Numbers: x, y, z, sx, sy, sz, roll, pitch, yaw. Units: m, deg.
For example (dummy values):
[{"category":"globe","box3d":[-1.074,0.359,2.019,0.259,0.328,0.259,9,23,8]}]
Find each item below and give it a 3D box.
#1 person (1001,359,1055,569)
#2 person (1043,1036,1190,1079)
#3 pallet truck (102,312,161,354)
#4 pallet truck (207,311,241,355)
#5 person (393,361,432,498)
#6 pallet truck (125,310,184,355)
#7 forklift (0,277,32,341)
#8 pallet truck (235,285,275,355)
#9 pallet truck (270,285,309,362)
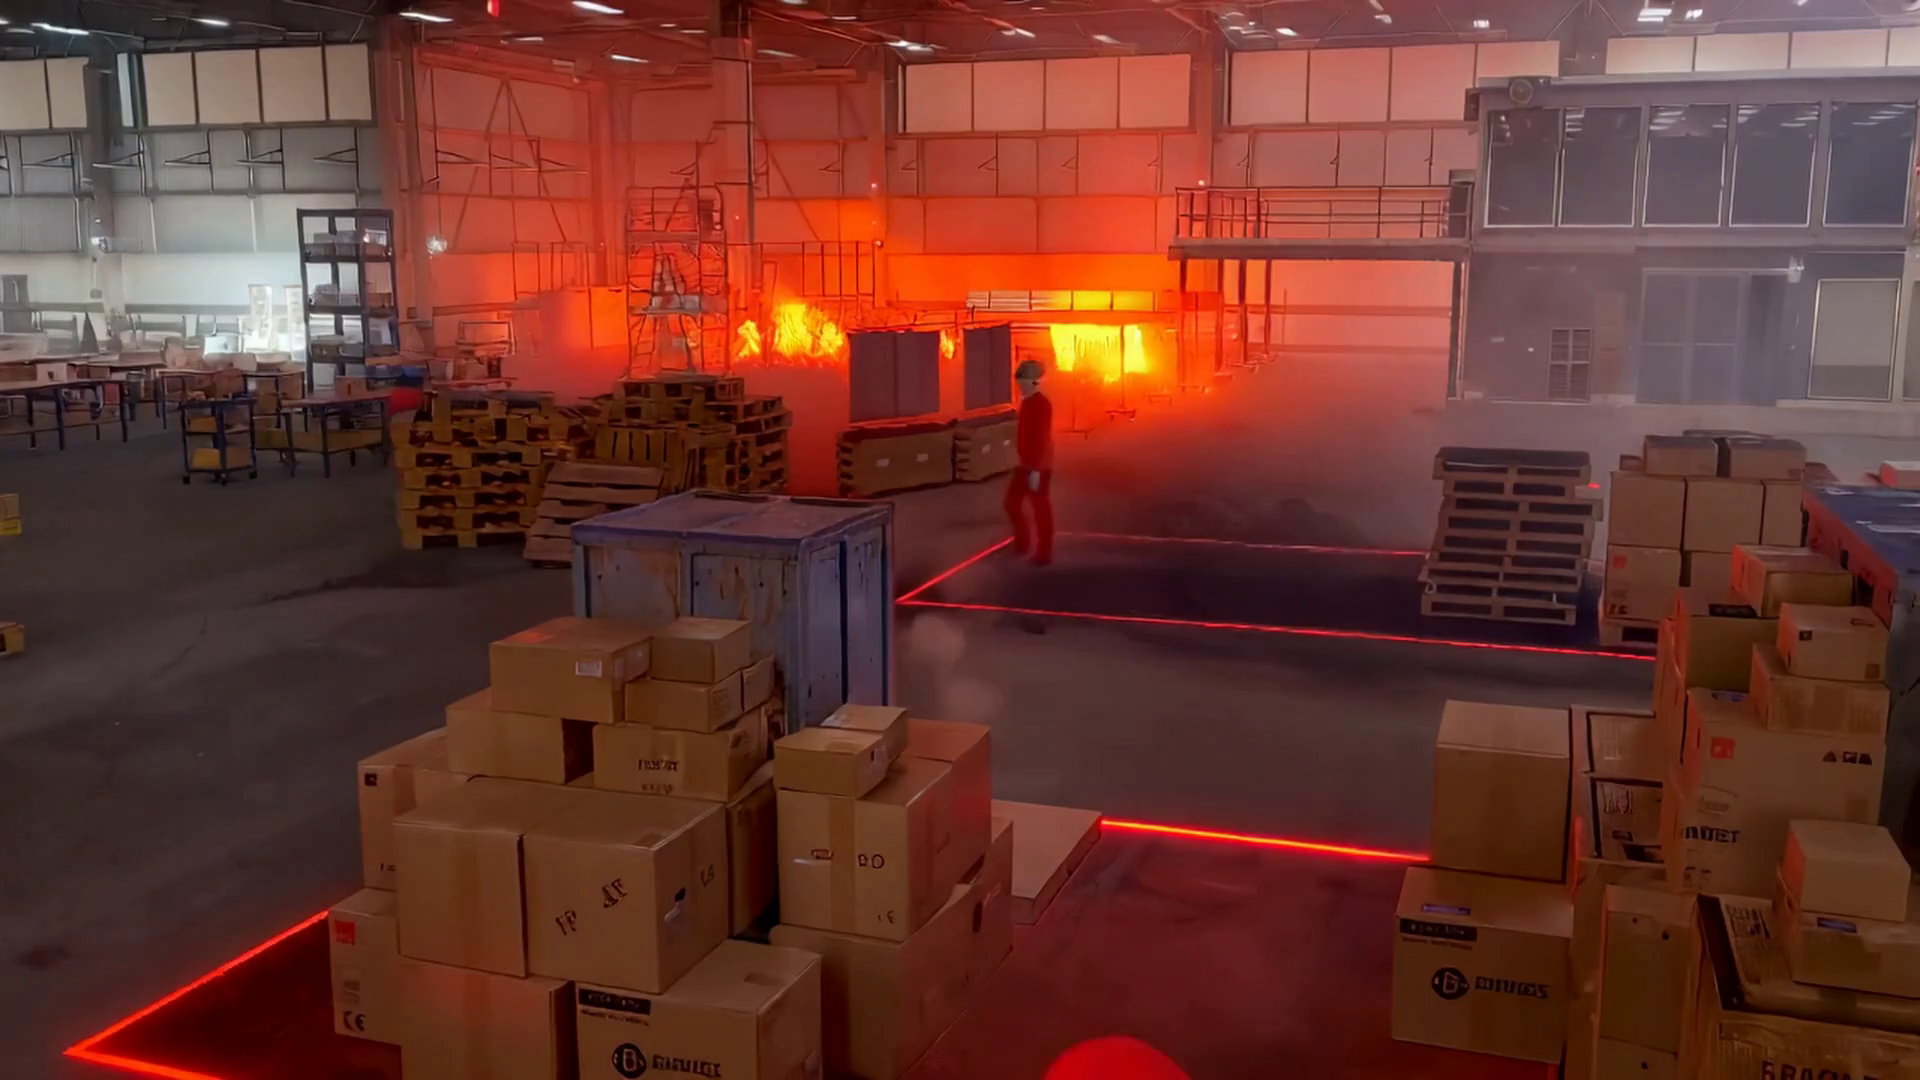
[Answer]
[{"category":"person","box3d":[0.609,-0.691,15.505,0.622,1.974,0.654,-3,11,-18]},{"category":"person","box3d":[0.204,1.650,2.490,0.523,1.916,0.586,9,13,40]},{"category":"pallet truck","box3d":[-23.057,-5.777,46.261,0.680,1.201,1.601,3,11,19]},{"category":"pallet truck","box3d":[-19.537,-5.575,44.913,0.653,1.274,1.630,3,11,19]},{"category":"person","box3d":[-6.263,-1.171,18.907,0.495,1.720,0.503,5,11,27]},{"category":"pallet truck","box3d":[-22.038,-5.665,45.457,0.704,1.261,1.522,3,11,17]},{"category":"forklift","box3d":[-27.151,-6.329,46.328,1.157,1.987,2.680,3,11,17]},{"category":"pallet truck","box3d":[-18.327,-5.835,44.421,0.823,1.965,1.885,4,11,23]},{"category":"pallet truck","box3d":[-17.147,-5.700,43.663,0.823,1.965,1.885,3,11,17]}]
